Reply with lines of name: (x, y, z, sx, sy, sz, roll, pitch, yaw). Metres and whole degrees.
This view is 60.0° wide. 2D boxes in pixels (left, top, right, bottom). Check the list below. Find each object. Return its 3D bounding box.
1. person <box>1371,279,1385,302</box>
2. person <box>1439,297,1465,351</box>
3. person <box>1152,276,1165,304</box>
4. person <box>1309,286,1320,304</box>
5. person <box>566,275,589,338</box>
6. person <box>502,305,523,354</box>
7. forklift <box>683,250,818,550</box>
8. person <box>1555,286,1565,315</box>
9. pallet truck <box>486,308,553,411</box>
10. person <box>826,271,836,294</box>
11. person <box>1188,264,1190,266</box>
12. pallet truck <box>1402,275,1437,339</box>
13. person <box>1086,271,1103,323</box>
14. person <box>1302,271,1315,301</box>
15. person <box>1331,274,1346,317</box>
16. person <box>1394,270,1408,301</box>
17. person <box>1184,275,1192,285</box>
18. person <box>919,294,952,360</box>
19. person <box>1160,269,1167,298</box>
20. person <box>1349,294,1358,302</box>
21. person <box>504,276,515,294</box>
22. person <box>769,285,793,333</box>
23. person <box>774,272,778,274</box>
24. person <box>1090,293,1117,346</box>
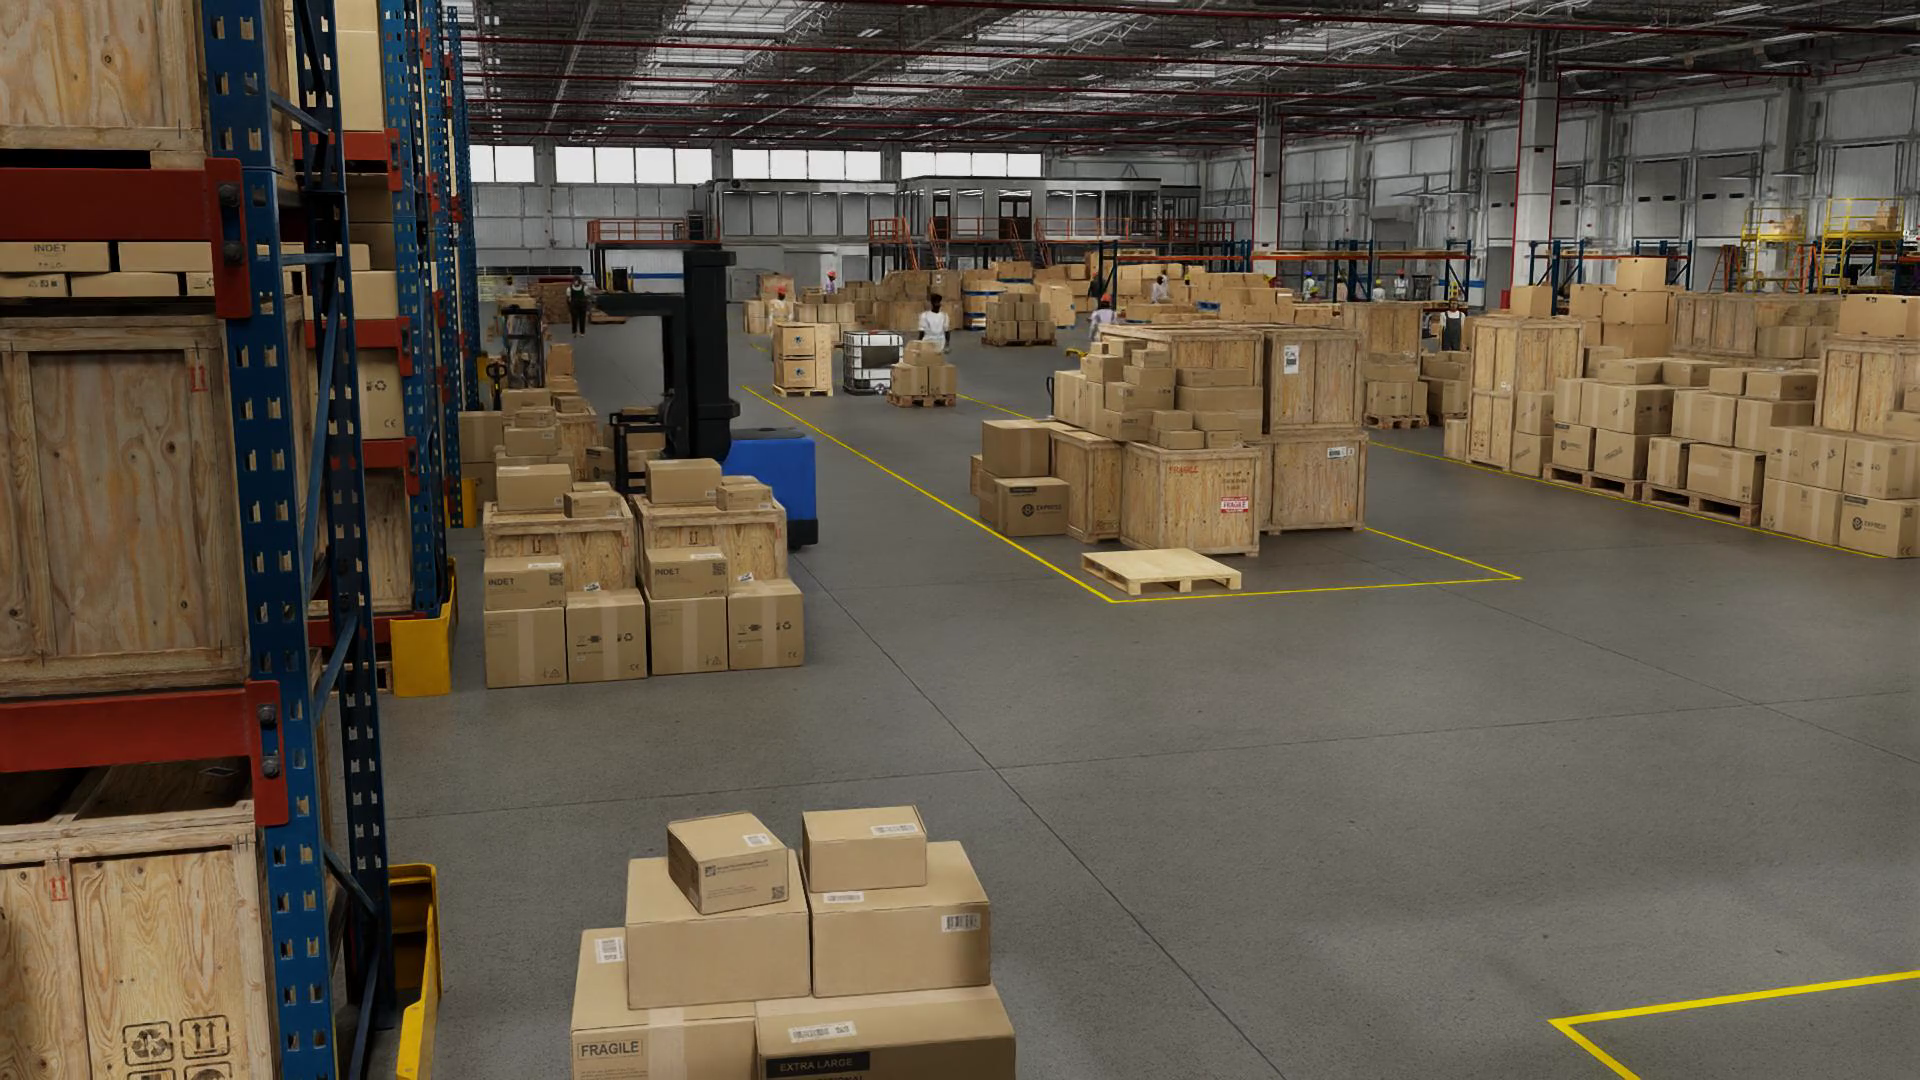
person: (14.388, -8.115, 57.362, 0.484, 1.732, 0.377, -3, 11, -19)
person: (10.038, -4.037, 33.970, 0.515, 1.842, 0.327, 0, 10, 2)
person: (7.113, -8.520, 59.391, 0.455, 1.828, 0.657, 8, 13, 37)
person: (10.094, -6.353, 47.341, 0.653, 1.741, 0.530, -2, 10, -13)
person: (-11.998, -7.364, 52.250, 0.681, 2.000, 1.023, -3, 10, -14)
person: (-9.351, -4.123, 34.985, 0.552, 1.635, 0.874, 9, 13, 40)
forklift: (-2.356, -1.326, 15.680, 1.873, 2.768, 1.129, -3, 10, -15)
person: (17.655, -6.628, 49.052, 0.317, 1.696, 0.540, -1, 10, -6)
pallet truck: (-6.242, -2.418, 24.362, 0.823, 1.965, 1.885, 1, 10, 3)
person: (-4.436, -8.286, 57.510, 0.417, 2.034, 0.603, 1, 10, 4)
person: (11.582, -13.046, 84.554, 0.612, 1.995, 0.376, -7, 12, -34)
pallet truck: (14.620, -7.324, 52.145, 0.823, 1.965, 1.885, 8, 13, 40)
person: (5.090, -9.109, 62.419, 0.620, 1.949, 1.024, -10, 14, -43)
person: (13.245, -9.265, 63.274, 0.614, 1.946, 0.390, -8, 13, -37)
person: (13.395, -8.464, 58.835, 0.588, 1.915, 0.536, -6, 12, -29)
person: (18.450, -10.353, 69.578, 0.547, 1.908, 0.885, 3, 11, 19)
person: (7.807, -8.165, 57.261, 0.594, 1.875, 0.979, 3, 10, 15)
person: (-0.467, -3.842, 32.562, 0.650, 1.943, 0.620, -4, 11, -22)
person: (8.570, -10.539, 70.561, 0.408, 1.925, 0.681, -4, 11, -24)
person: (8.102, -4.122, 34.333, 0.611, 1.886, 0.864, -2, 10, -11)
person: (-15.876, -8.358, 58.474, 0.855, 1.845, 0.533, 5, 11, 28)
person: (-4.287, -5.217, 40.428, 0.575, 1.916, 0.735, -6, 12, -31)
person: (-7.241, -9.607, 65.489, 0.531, 1.857, 0.387, 6, 12, 33)
person: (3.002, -4.180, 34.613, 0.561, 1.904, 0.716, -2, 10, -11)
